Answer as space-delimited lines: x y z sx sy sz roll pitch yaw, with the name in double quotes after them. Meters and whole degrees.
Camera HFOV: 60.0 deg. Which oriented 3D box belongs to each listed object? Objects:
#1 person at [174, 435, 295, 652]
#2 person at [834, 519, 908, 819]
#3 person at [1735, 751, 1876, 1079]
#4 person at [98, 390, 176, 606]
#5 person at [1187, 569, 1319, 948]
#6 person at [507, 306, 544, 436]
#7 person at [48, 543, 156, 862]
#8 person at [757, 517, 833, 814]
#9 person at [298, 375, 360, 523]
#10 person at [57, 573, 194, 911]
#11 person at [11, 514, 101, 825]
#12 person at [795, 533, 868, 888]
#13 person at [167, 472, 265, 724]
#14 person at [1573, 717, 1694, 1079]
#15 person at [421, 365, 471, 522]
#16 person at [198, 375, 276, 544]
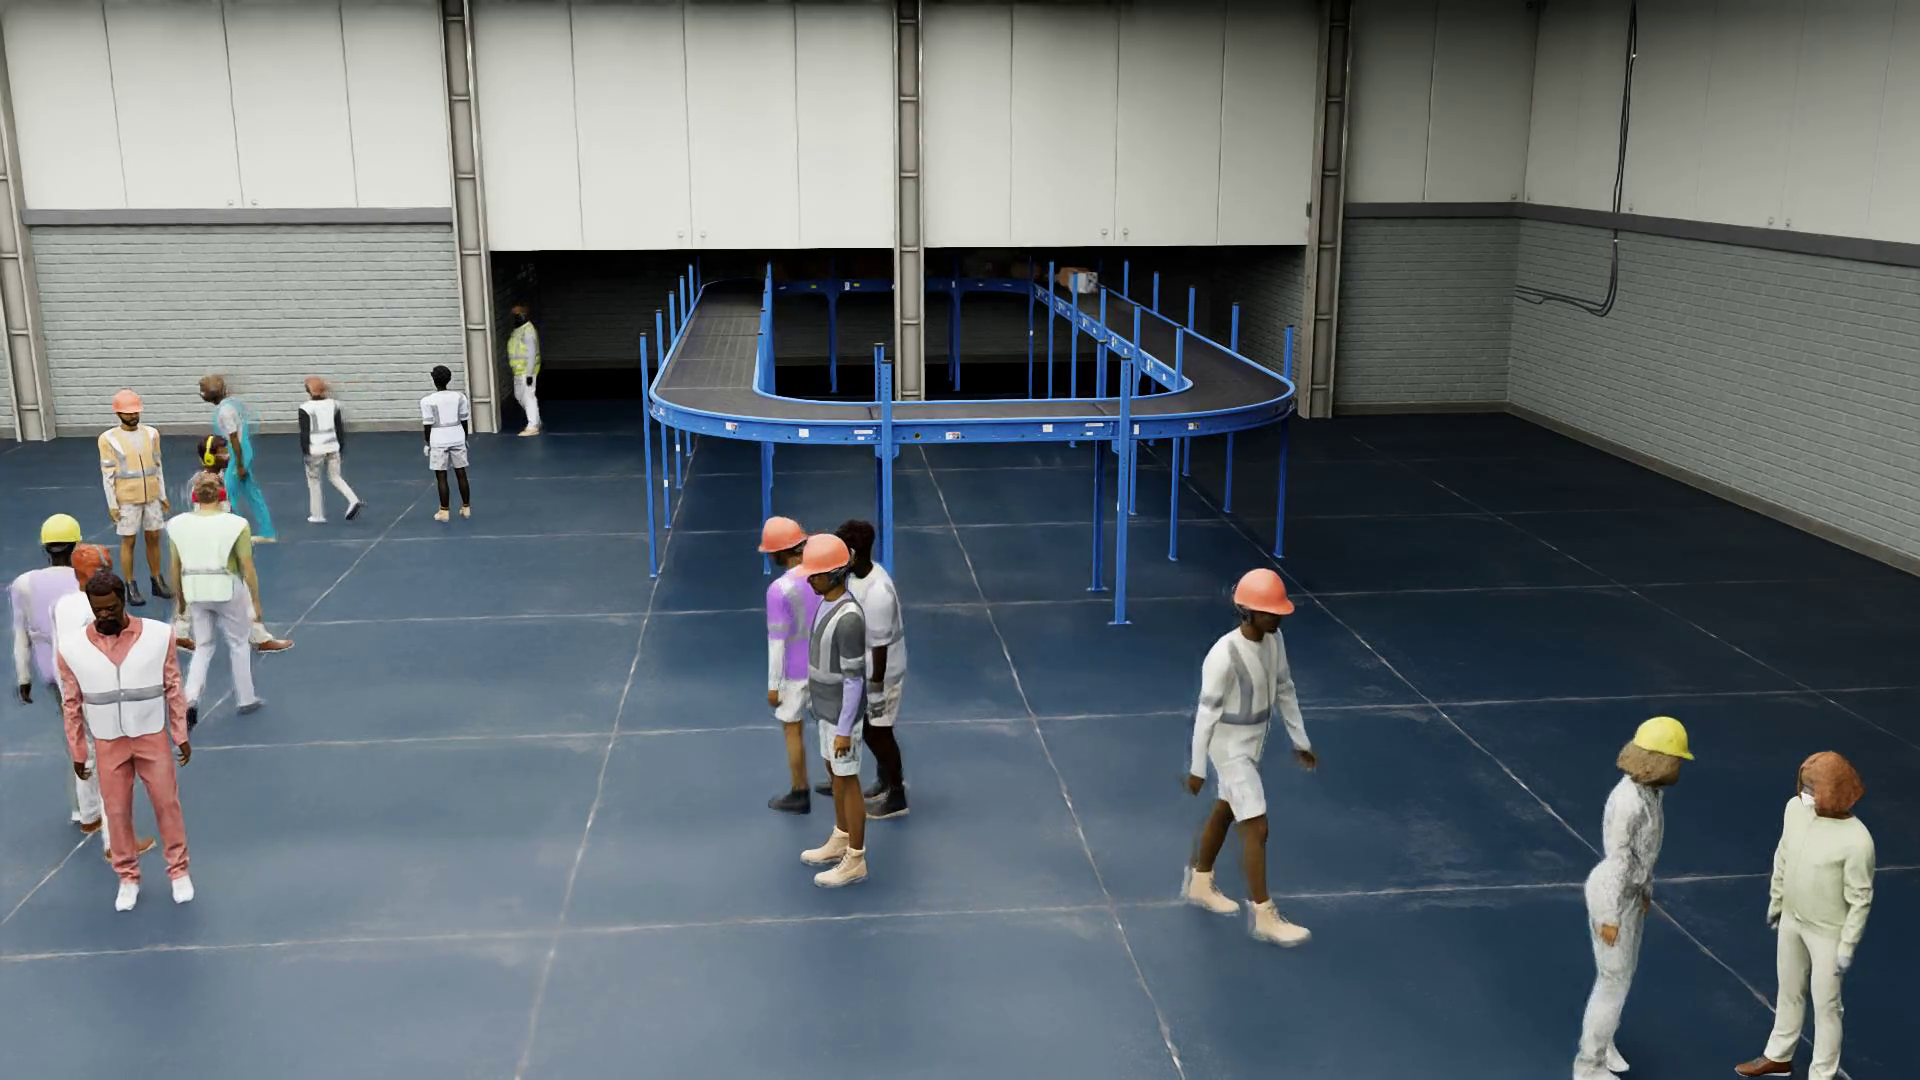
-6.017 0.041 13.455 0.989 1.823 0.534 -4 14 -14 "person"
-0.558 0.790 10.223 0.447 1.933 0.653 -4 15 -16 "person"
3.707 1.686 7.236 0.289 1.633 0.501 -3 14 -13 "person"
-7.363 -0.386 14.907 0.356 1.937 0.552 10 17 34 "person"
1.580 1.122 8.746 0.934 2.002 0.630 10 17 34 "person"
-5.985 -2.331 22.952 0.503 1.820 0.673 -8 16 -28 "person"
-5.073 0.930 9.822 0.616 1.871 0.418 8 16 28 "person"
-0.995 0.784 10.373 0.420 1.900 0.614 10 17 35 "person"
-6.781 -0.960 17.852 0.631 1.611 0.544 9 16 31 "person"
-4.548 1.085 9.095 0.597 1.907 0.408 -6 15 -24 "person"
-5.517 0.756 10.450 0.607 1.877 0.995 -1 14 -4 "person"
-0.716 0.951 9.358 0.387 2.038 0.605 -4 15 -16 "person"
-5.330 0.424 11.907 0.610 1.825 0.624 0 14 -1 "person"
2.980 1.607 7.390 0.371 1.721 0.526 9 17 33 "person"
-5.572 -1.047 18.042 0.540 1.695 0.317 -13 19 -41 "person"
-7.395 -0.776 16.794 0.796 1.794 0.551 -6 15 -22 "person"
